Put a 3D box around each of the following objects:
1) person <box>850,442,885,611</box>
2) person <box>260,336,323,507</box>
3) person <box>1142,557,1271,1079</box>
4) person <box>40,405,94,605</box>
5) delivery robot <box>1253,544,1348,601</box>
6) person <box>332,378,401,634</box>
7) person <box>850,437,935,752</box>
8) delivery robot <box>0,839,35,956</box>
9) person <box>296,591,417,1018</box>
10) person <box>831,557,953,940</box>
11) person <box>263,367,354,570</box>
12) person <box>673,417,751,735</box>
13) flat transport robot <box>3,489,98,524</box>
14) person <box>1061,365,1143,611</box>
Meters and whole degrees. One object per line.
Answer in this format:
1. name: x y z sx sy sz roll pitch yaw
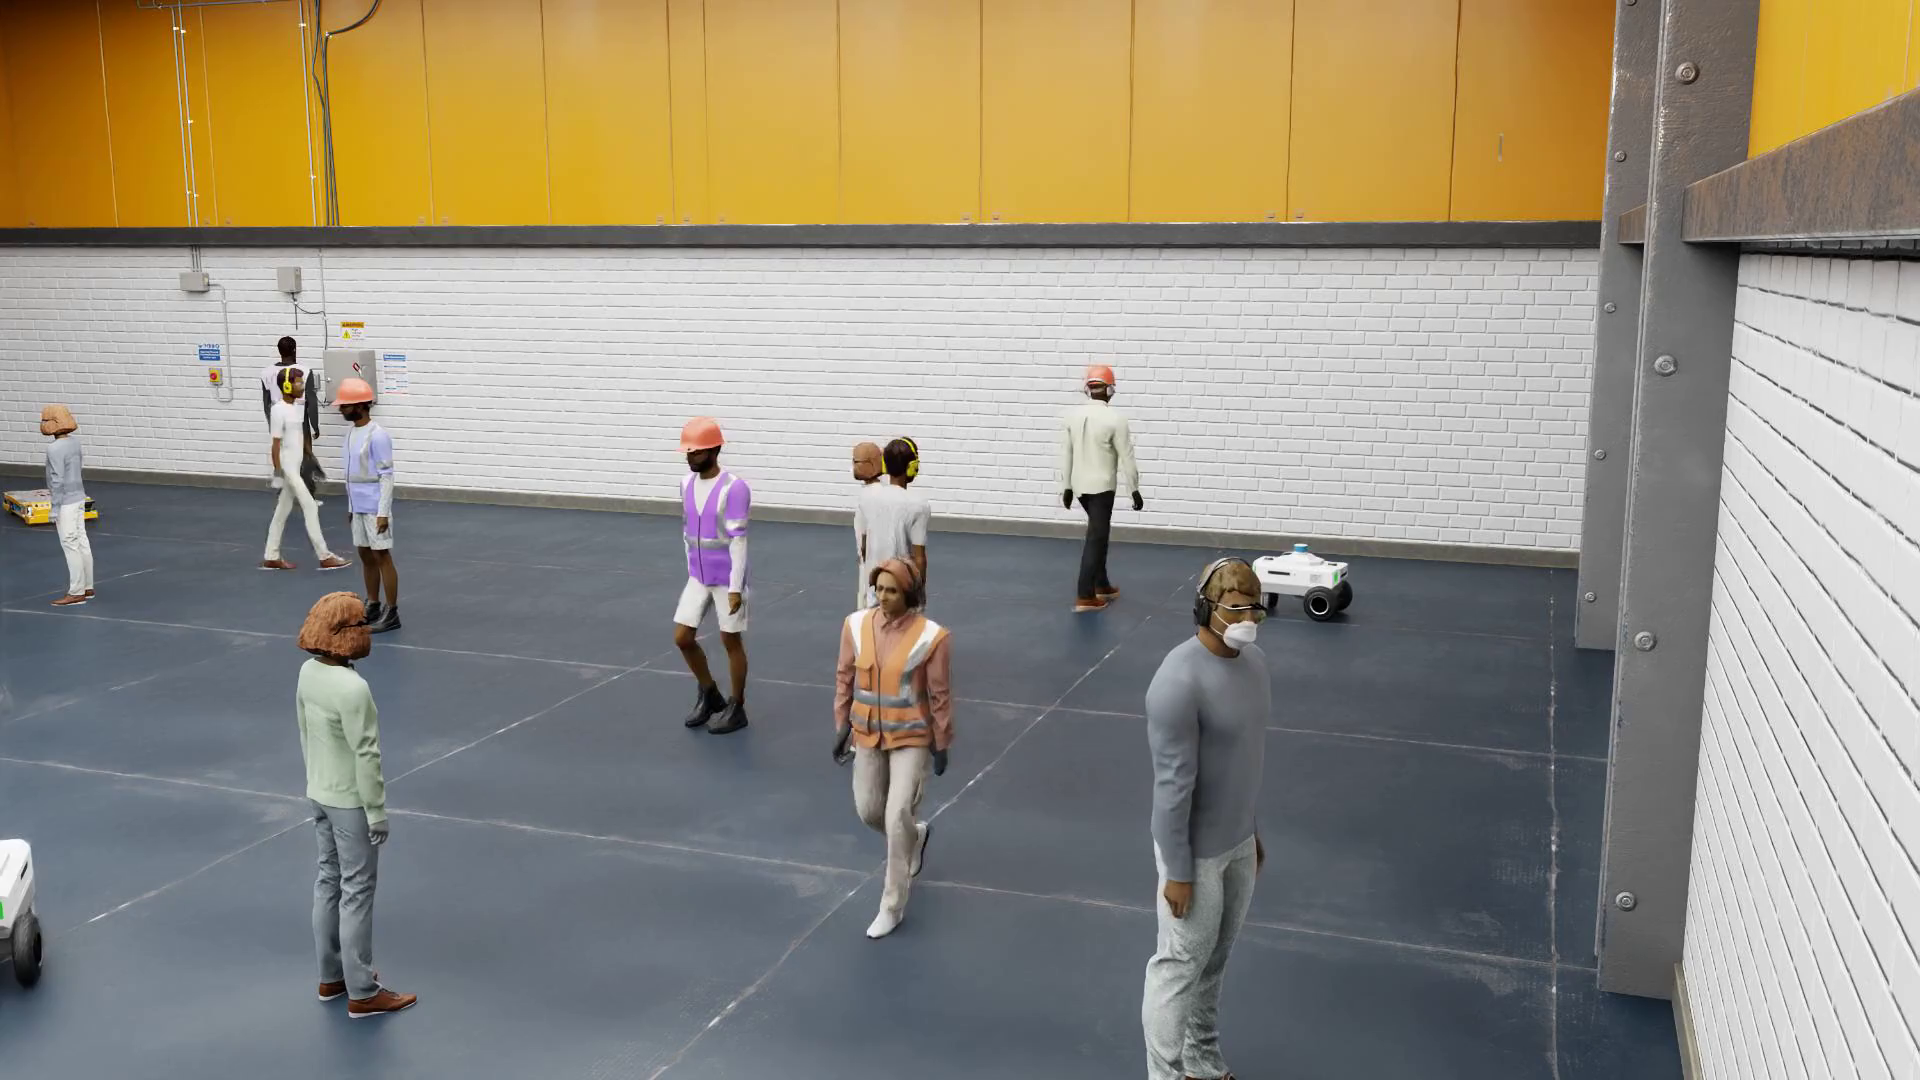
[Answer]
1. person: -0.521 0.144 11.191 0.528 1.623 0.506 -1 10 -5
2. person: -7.414 -1.294 18.454 0.593 1.920 0.392 0 10 -2
3. person: 0.826 1.004 5.460 0.379 1.937 0.629 7 12 35
4. person: -7.300 -0.286 13.578 0.280 1.633 0.502 -1 10 -8
5. delivery robot: 2.697 0.274 13.198 0.707 0.478 0.477 5 11 27
6. person: -4.488 -0.257 12.566 0.547 1.934 0.376 9 14 43
7. person: -0.388 0.304 9.750 0.508 1.822 0.976 4 11 23
8. delivery robot: -3.980 1.426 6.711 0.477 0.478 0.707 -4 11 -21
9. person: -2.330 0.999 6.341 0.505 1.633 0.279 10 14 43
10. person: -0.258 0.849 7.217 0.527 1.616 0.653 5 11 25
11. person: -5.900 -0.627 14.951 0.896 1.834 0.530 -2 10 -12
12. person: -1.464 0.225 9.910 0.563 1.920 0.464 7 12 33
13. flat transport robot: -9.845 -0.385 17.969 0.652 0.197 1.431 -8 13 -38
14. person: 1.186 -0.427 13.431 0.799 1.956 0.642 -8 13 -37
